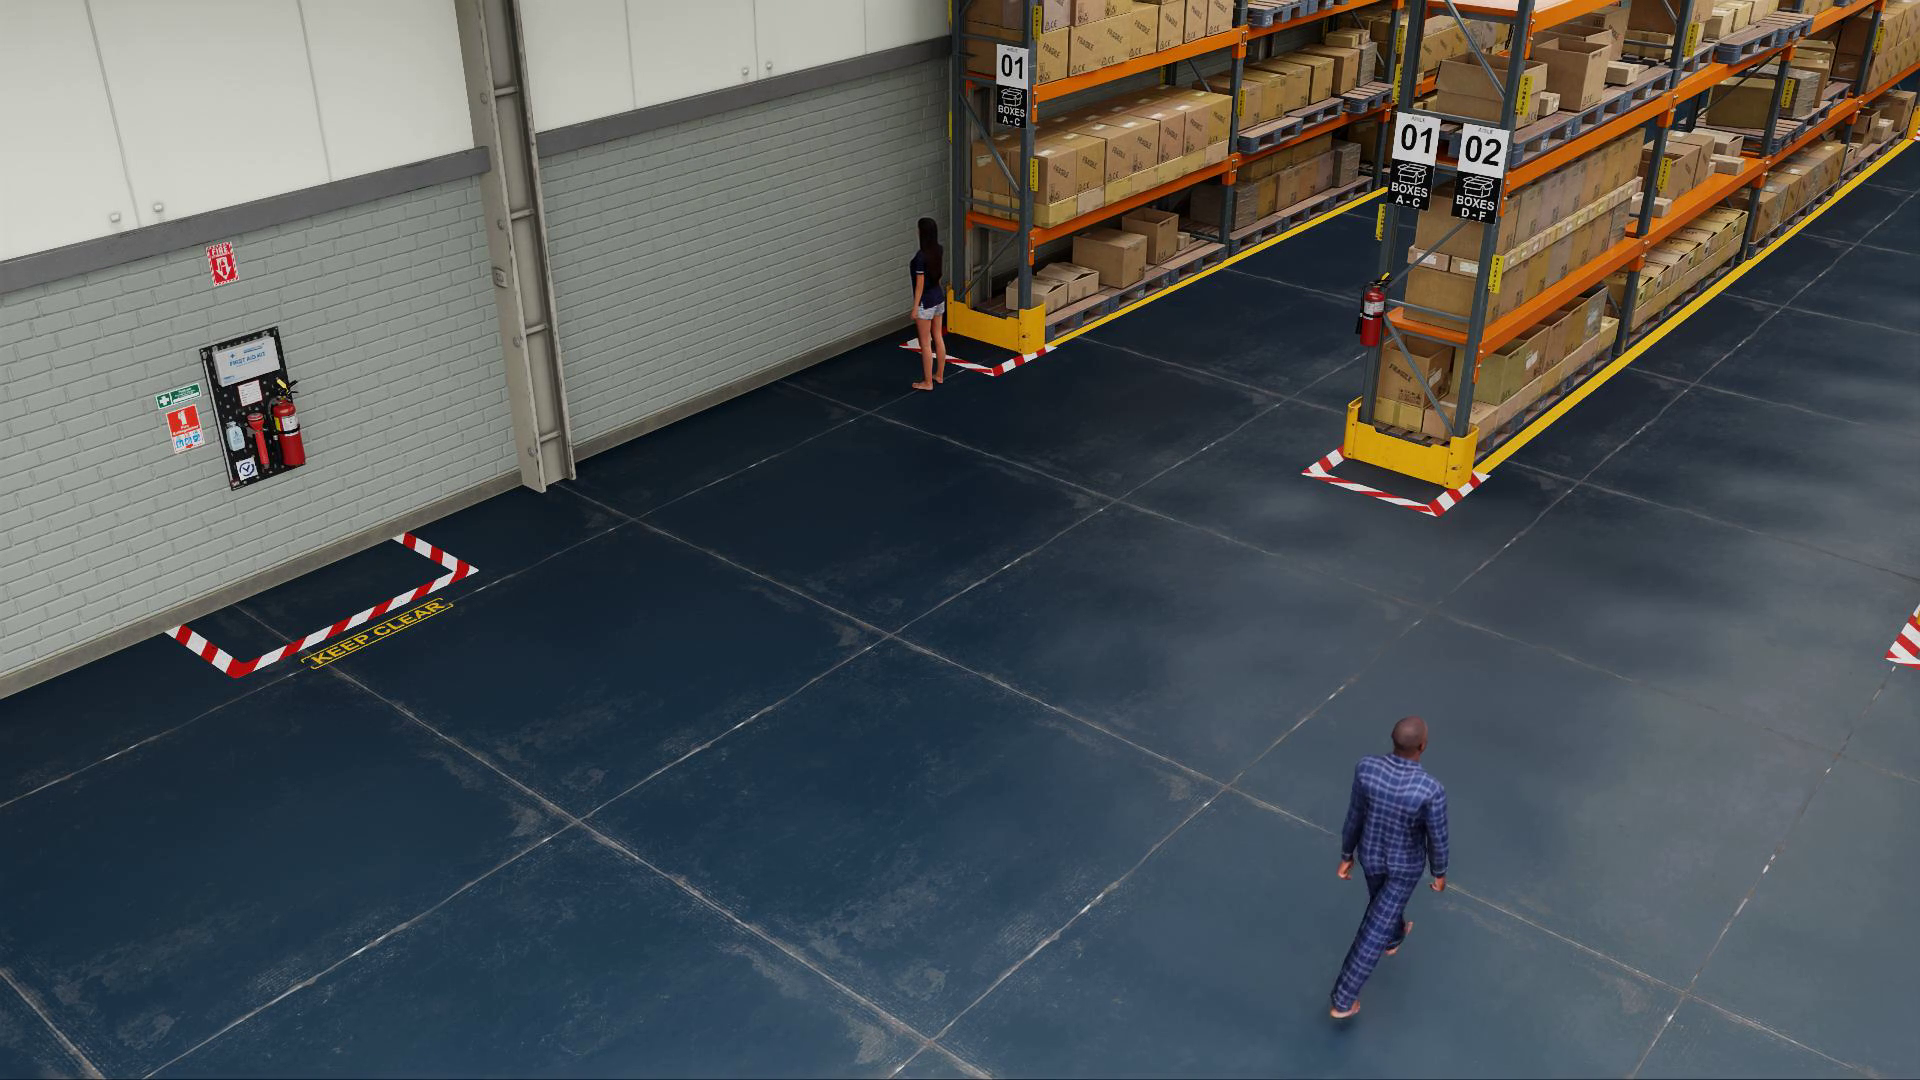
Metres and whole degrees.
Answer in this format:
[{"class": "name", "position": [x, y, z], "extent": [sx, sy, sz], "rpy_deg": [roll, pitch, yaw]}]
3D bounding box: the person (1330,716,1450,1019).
[{"class": "person", "position": [2.247, 1.770, 8.862], "extent": [0.682, 1.773, 1.171], "rpy_deg": [21, 35, 34]}]

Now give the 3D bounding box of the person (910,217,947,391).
[{"class": "person", "position": [-0.309, -2.363, 16.630], "extent": [0.641, 1.766, 0.473], "rpy_deg": [19, 33, 32]}]
